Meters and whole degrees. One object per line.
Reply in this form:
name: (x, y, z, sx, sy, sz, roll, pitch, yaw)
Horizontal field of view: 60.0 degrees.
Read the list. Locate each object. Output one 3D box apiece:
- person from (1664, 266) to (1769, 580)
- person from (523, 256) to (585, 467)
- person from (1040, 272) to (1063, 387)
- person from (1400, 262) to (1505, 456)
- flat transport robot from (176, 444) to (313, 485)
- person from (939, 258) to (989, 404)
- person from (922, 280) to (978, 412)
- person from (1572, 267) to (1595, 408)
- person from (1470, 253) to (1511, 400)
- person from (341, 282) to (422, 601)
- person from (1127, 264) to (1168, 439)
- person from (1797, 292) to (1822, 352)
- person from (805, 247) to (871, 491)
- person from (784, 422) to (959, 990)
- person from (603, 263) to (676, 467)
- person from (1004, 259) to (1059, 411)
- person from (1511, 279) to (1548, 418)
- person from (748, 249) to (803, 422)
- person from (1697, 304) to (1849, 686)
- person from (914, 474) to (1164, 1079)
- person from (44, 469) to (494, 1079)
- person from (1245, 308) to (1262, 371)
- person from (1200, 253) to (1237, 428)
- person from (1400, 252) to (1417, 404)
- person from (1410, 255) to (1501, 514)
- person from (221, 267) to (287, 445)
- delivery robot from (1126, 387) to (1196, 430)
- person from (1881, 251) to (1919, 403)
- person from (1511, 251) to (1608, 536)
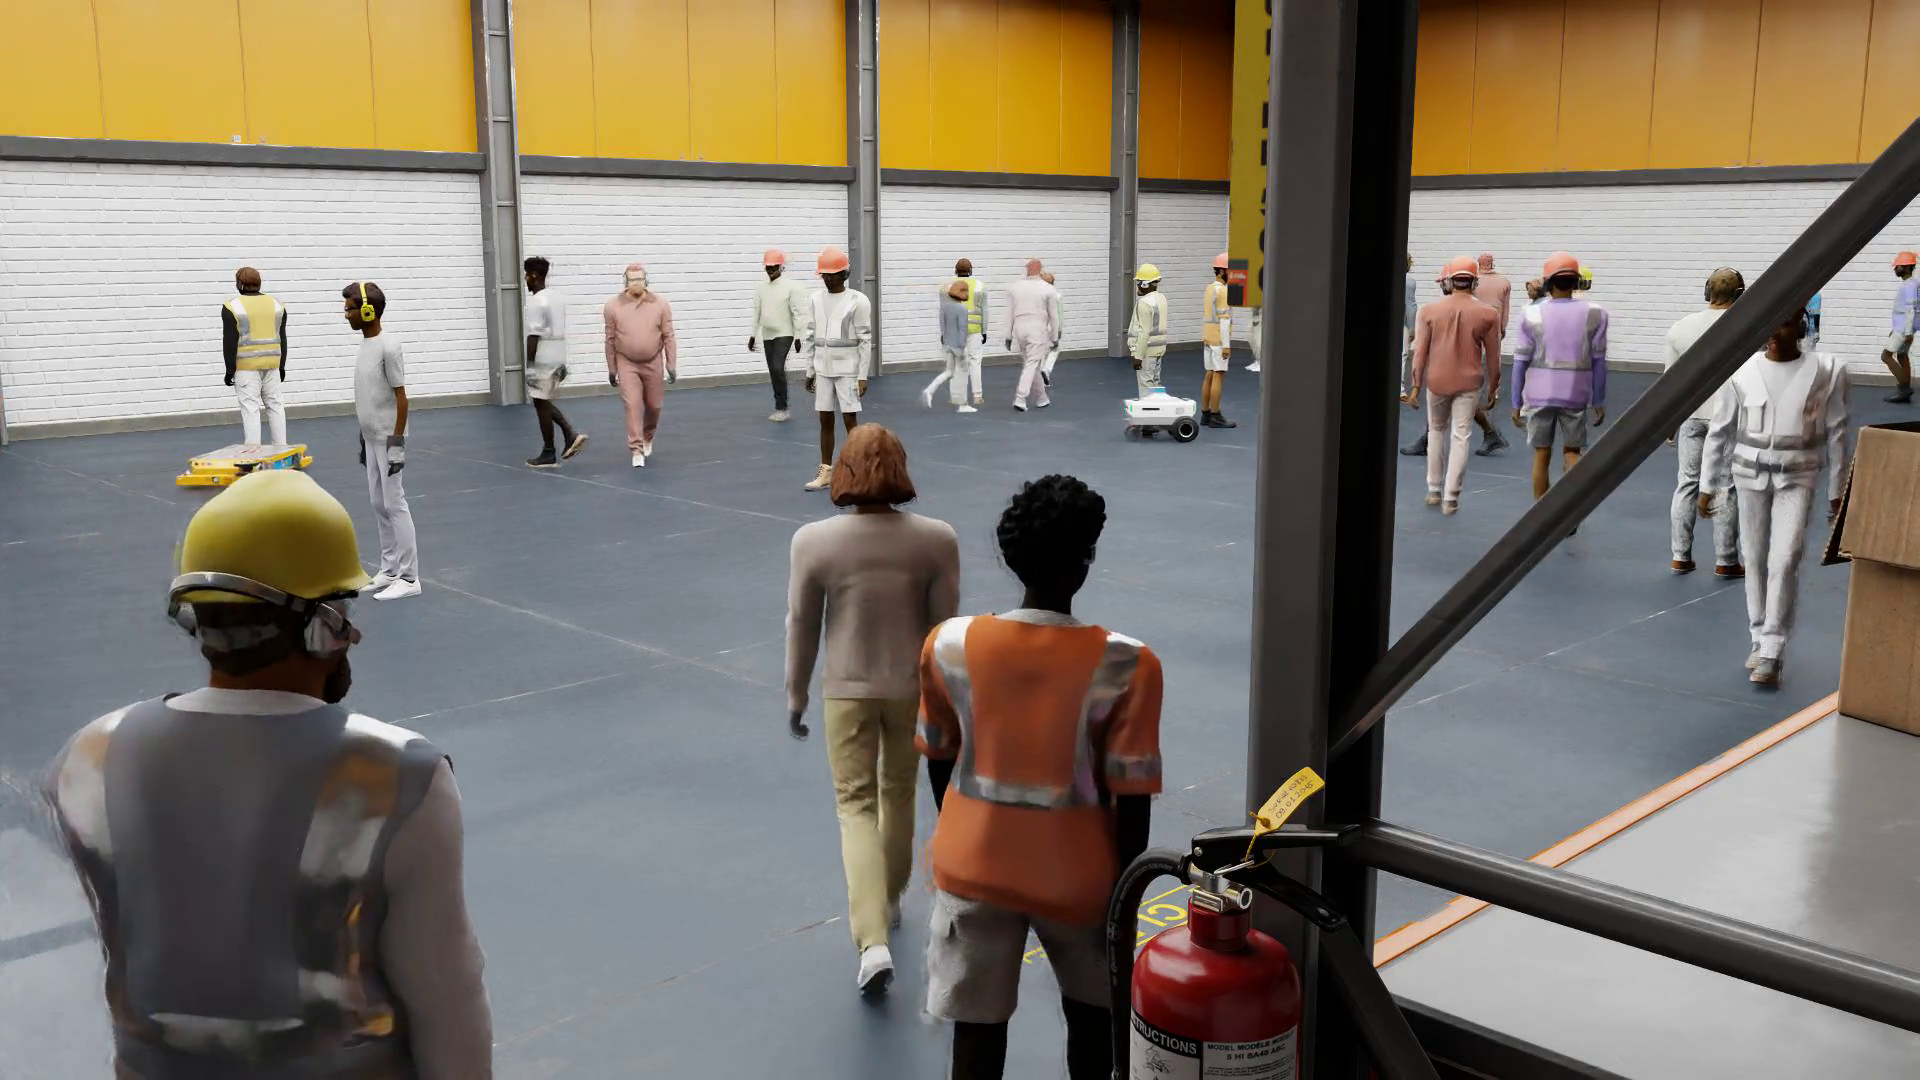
person: (4.695, -0.723, 10.363, 0.374, 1.941, 0.627, -10, 15, -44)
person: (-3.801, -1.632, 15.305, 0.484, 1.940, 0.709, 2, 11, 10)
person: (1.183, -2.923, 23.220, 0.519, 1.624, 0.479, 4, 11, 21)
person: (4.827, -1.735, 16.050, 0.969, 1.891, 0.552, 2, 11, 12)
flat transport robot: (-6.284, -0.676, 14.662, 0.652, 0.197, 1.431, 0, 10, -2)
person: (0.051, -2.636, 21.061, 0.621, 1.845, 0.430, 0, 10, 2)
person: (-0.106, -2.313, 19.944, 0.656, 1.611, 0.500, -6, 12, -30)
person: (7.521, -2.484, 20.505, 0.552, 1.753, 0.528, 0, 10, -2)
person: (6.764, -2.746, 21.502, 0.636, 1.903, 0.405, -1, 10, -6)
person: (-3.411, -0.577, 9.777, 0.317, 1.863, 0.533, -9, 14, -39)
person: (1.968, -1.986, 17.541, 0.404, 1.833, 0.590, 5, 11, 25)
person: (11.316, -2.791, 22.292, 0.318, 1.700, 0.536, -3, 11, -16)
person: (-1.031, -1.394, 13.765, 0.605, 2.034, 0.397, 6, 12, 29)
person: (-0.243, 0.464, 4.834, 0.510, 1.602, 0.817, -2, 11, -10)
person: (-3.001, -1.656, 15.631, 0.651, 1.880, 0.849, -3, 11, -16)
person: (0.874, -2.501, 20.345, 0.660, 1.846, 0.990, 7, 12, 32)
person: (6.706, -2.221, 19.361, 0.459, 1.625, 0.538, -4, 11, -22)
person: (-2.167, -2.340, 19.105, 0.621, 1.974, 0.672, 7, 12, 32)
person: (3.860, -0.244, 7.964, 0.607, 1.854, 0.817, 8, 13, 38)
person: (0.163, 0.682, 3.479, 0.539, 1.638, 0.897, 3, 11, 14)
person: (-0.929, 0.808, 2.367, 0.601, 1.818, 0.424, 1, 10, 7)
person: (4.656, -3.549, 26.066, 0.498, 1.831, 0.545, -1, 10, -8)
person: (2.895, -2.215, 18.512, 0.376, 1.934, 0.548, -2, 11, -11)
person: (5.564, -2.704, 21.165, 0.354, 1.937, 0.635, -5, 12, -26)
person: (3.873, -1.219, 12.979, 0.658, 1.965, 0.841, 4, 11, 19)
person: (-6.527, -1.595, 15.390, 0.429, 1.844, 0.623, 8, 13, 36)
delivery robot: (2.085, -1.350, 17.305, 0.707, 0.478, 0.477, 0, 10, -1)
person: (11.978, -2.694, 21.151, 0.433, 1.920, 0.553, 6, 12, 30)
person: (4.167, -0.991, 11.591, 0.634, 2.023, 0.523, 3, 11, 14)
